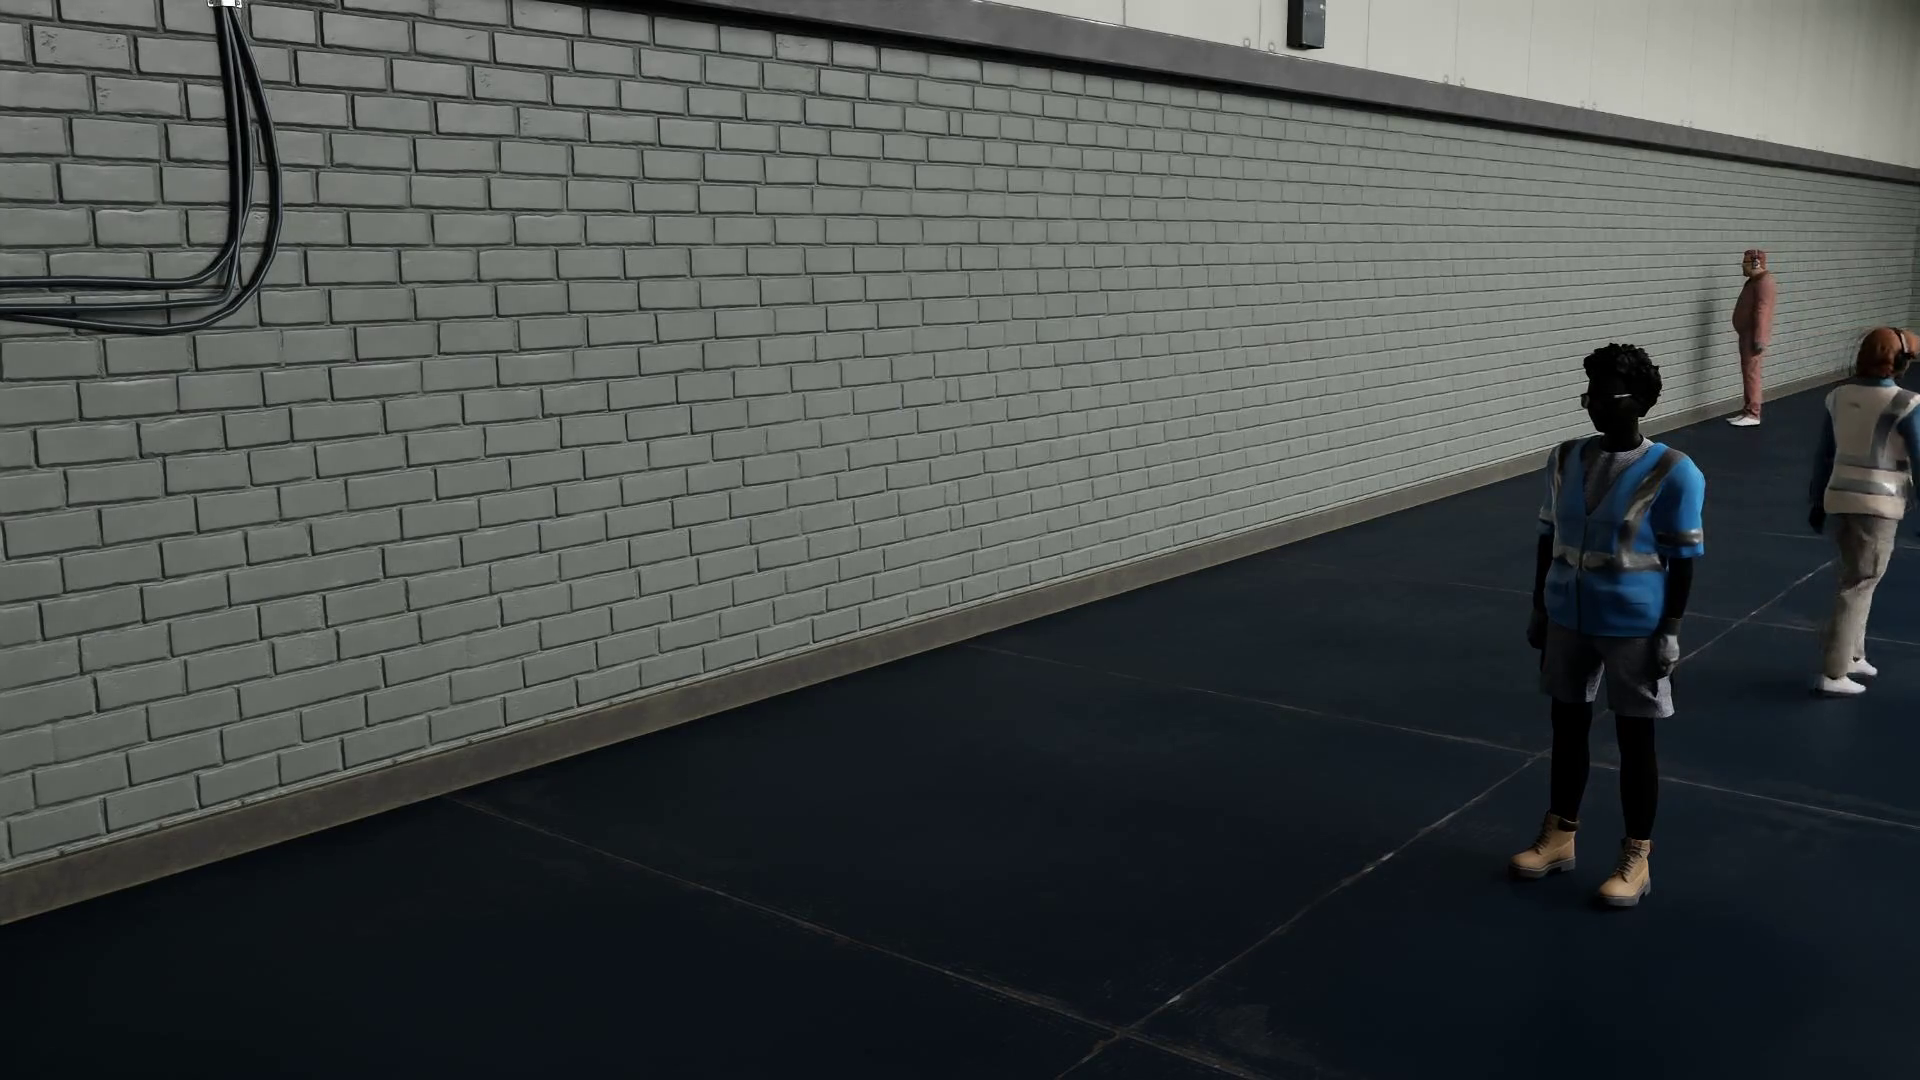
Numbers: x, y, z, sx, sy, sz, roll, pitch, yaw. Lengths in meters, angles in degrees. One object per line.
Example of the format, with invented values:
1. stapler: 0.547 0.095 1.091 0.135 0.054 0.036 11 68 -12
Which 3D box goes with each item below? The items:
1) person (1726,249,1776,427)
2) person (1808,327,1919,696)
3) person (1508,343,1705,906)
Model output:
1. person: 8.585 -2.192 18.061 0.398 1.903 0.652 3 11 14
2. person: 4.058 -0.118 7.337 0.636 1.618 0.513 -3 11 -16
3. person: 1.966 0.252 5.073 0.316 1.696 0.540 -7 13 -35
